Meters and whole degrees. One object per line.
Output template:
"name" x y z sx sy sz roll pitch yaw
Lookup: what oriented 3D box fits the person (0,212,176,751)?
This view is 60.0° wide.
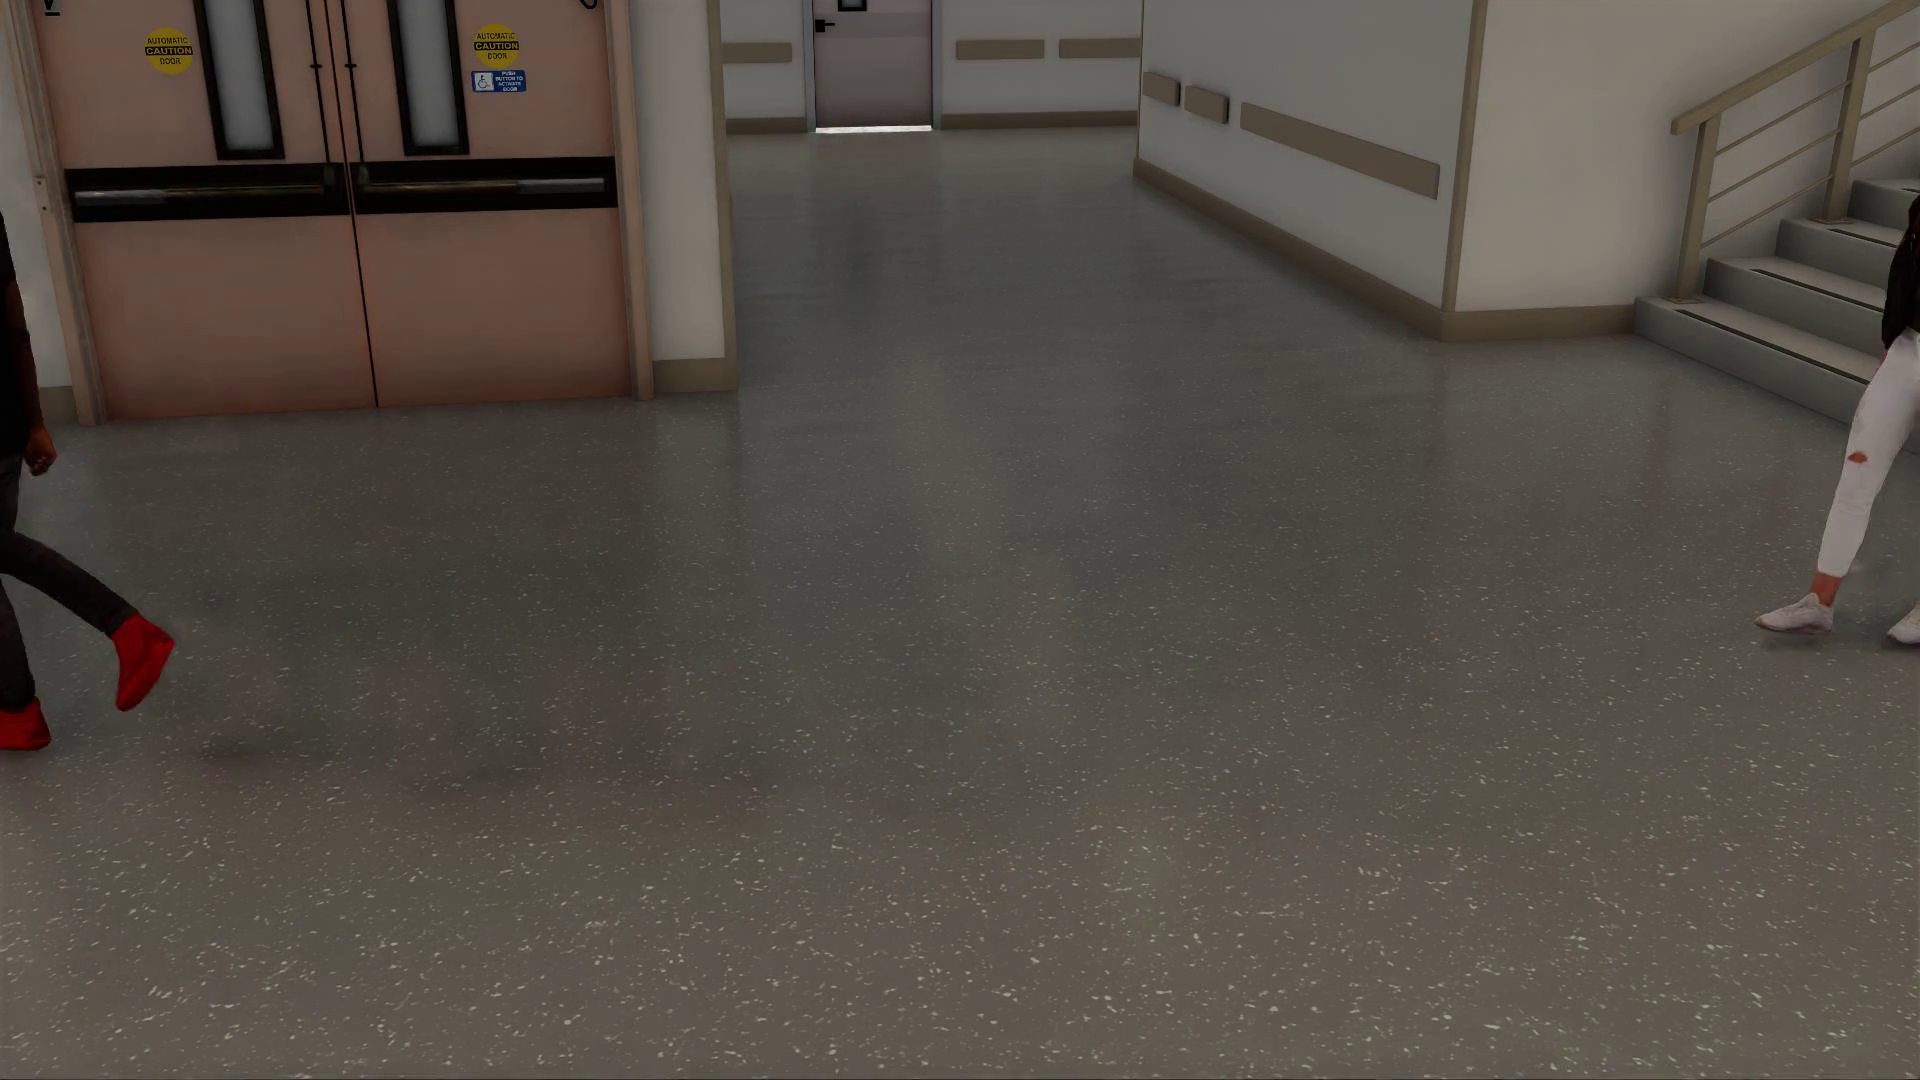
"person" -2.473 -0.256 4.277 0.947 1.791 0.761 2 21 5

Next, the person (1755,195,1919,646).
"person" 3.009 -0.476 5.016 0.987 1.680 0.775 -10 23 -24
